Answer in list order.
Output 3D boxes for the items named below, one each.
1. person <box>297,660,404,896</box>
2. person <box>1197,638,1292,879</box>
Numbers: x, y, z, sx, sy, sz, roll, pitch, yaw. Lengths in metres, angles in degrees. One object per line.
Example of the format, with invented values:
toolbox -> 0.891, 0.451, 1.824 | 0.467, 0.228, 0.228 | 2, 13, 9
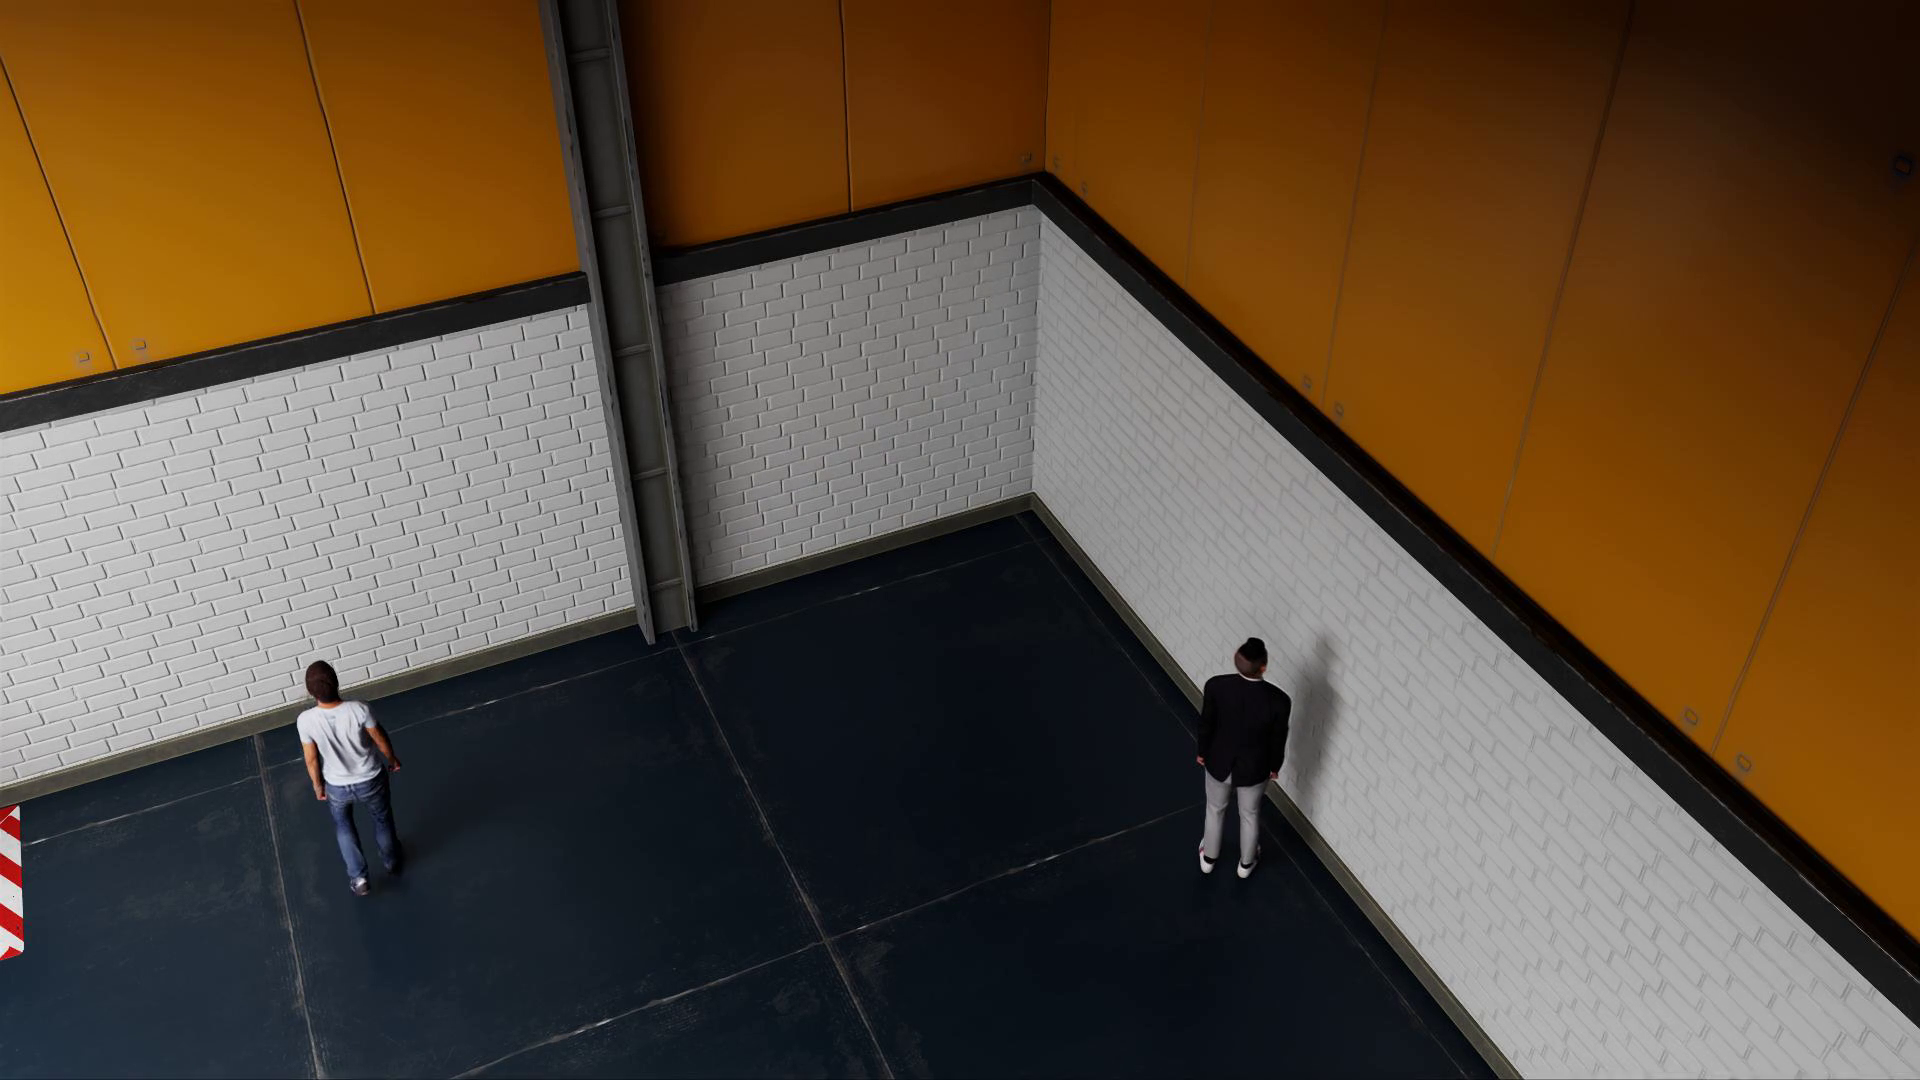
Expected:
person -> -3.676, 1.484, 10.116 | 0.740, 1.860, 0.780 | -10, 40, -13
person -> 1.719, 1.333, 10.230 | 0.773, 1.955, 0.850 | 10, 40, 13
